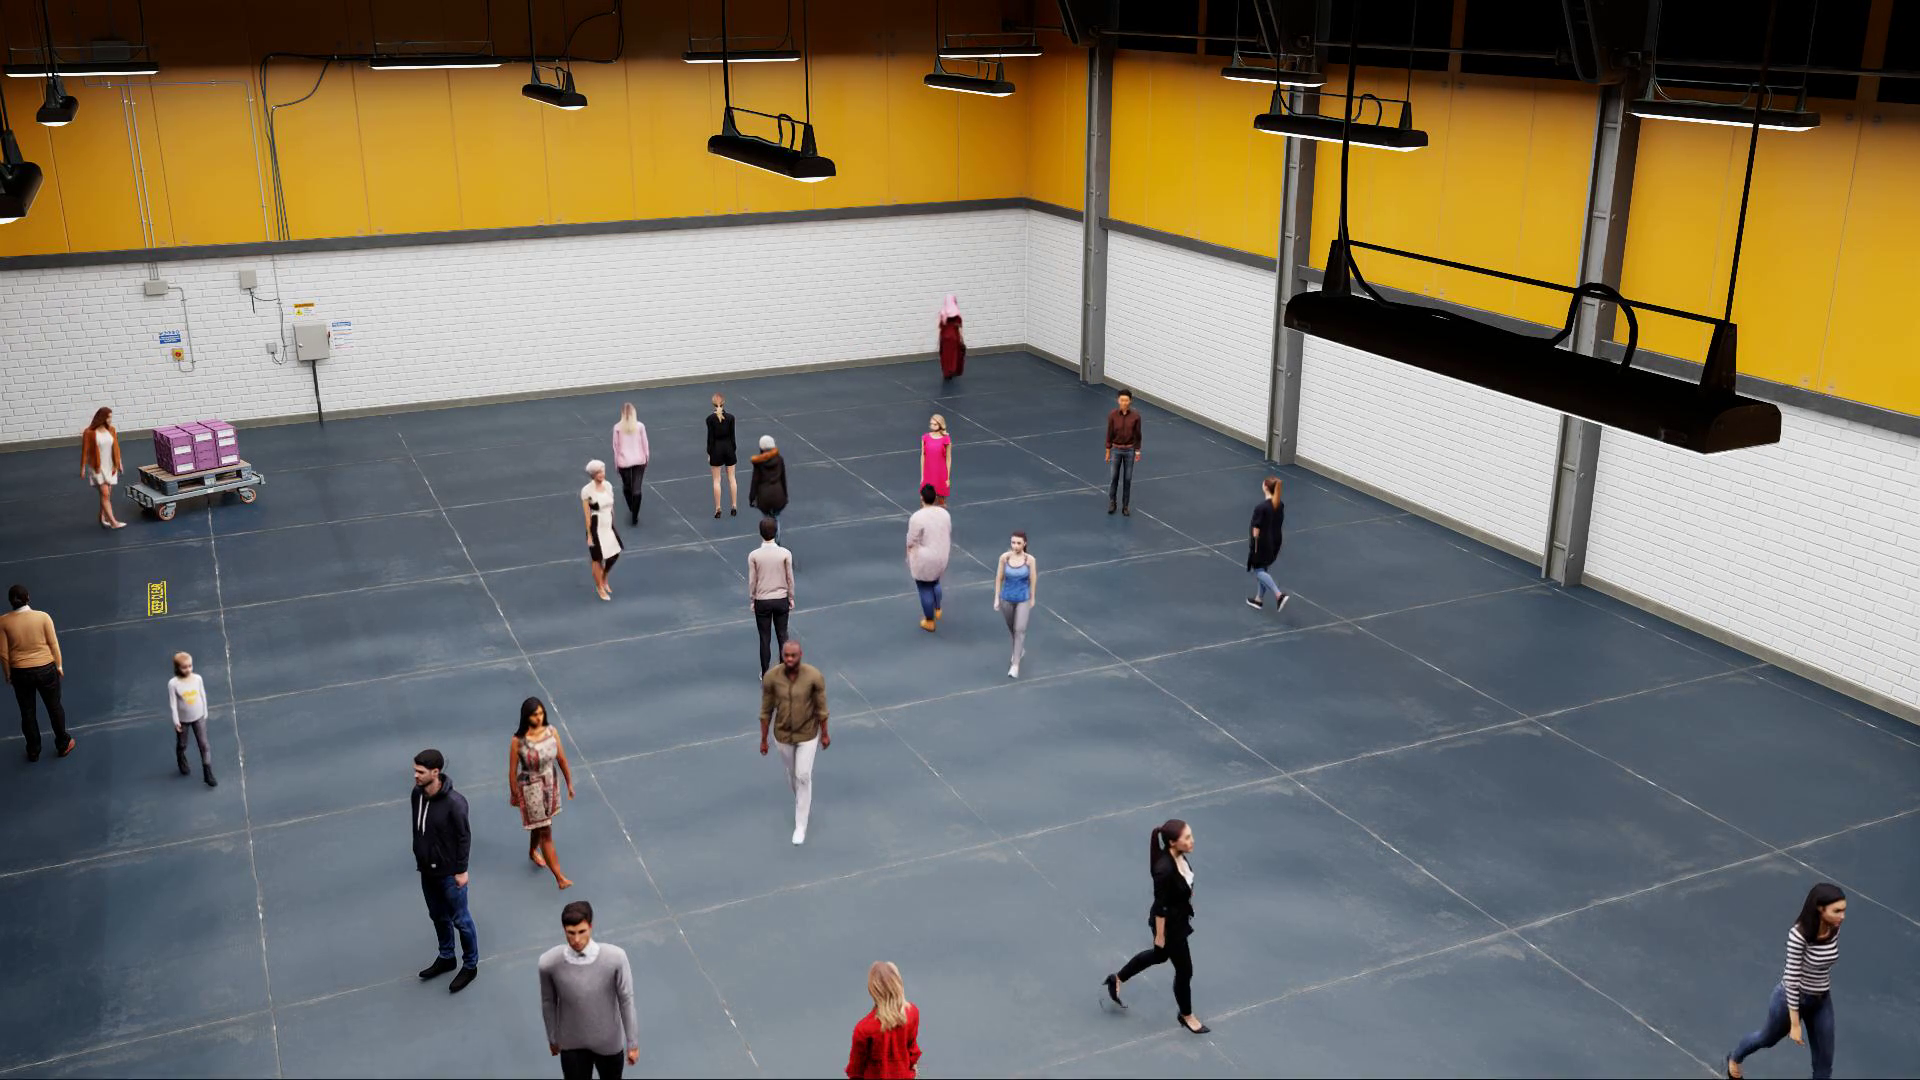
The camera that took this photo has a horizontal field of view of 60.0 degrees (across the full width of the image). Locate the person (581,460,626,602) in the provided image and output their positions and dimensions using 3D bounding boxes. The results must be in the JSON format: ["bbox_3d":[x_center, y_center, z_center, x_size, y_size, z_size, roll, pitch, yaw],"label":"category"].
[{"bbox_3d":[-4.378,-0.123,19.951,0.818,1.742,0.765,15,24,38],"label":"person"}]

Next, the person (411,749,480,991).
[{"bbox_3d":[-3.798,2.389,12.255,0.717,1.894,0.821,11,21,29],"label":"person"}]

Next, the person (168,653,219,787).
[{"bbox_3d":[-7.193,1.638,15.461,0.630,1.270,0.924,-15,24,-37],"label":"person"}]

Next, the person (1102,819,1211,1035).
[{"bbox_3d":[1.394,2.702,11.738,1.092,1.631,1.039,6,20,18],"label":"person"}]

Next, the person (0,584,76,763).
[{"bbox_3d":[-8.835,1.251,15.852,0.648,1.754,0.552,-8,20,-23],"label":"person"}]

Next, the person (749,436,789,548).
[{"bbox_3d":[-2.406,-0.536,21.354,0.657,1.629,0.636,-10,21,-27],"label":"person"}]

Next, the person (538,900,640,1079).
[{"bbox_3d":[-2.270,3.035,10.322,0.969,1.904,1.336,-3,19,-9],"label":"person"}]

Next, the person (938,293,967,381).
[{"bbox_3d":[-0.189,-3.787,30.985,0.829,1.644,0.878,4,19,11],"label":"person"}]

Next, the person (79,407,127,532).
[{"bbox_3d":[-11.696,-0.975,22.608,1.114,1.661,0.980,14,23,35],"label":"person"}]

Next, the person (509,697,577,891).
[{"bbox_3d":[-3.519,2.042,13.751,0.857,1.597,1.172,-16,24,-40],"label":"person"}]

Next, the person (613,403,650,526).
[{"bbox_3d":[-4.492,-1.016,22.749,0.822,1.650,1.114,-3,19,-8],"label":"person"}]

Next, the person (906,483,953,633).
[{"bbox_3d":[-0.315,0.211,18.978,0.728,1.730,0.720,-11,22,-30],"label":"person"}]

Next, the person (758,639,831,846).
[{"bbox_3d":[-1.415,1.681,14.518,1.105,1.791,1.245,2,19,7],"label":"person"}]

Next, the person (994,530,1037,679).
[{"bbox_3d":[0.614,0.645,17.937,1.012,1.573,1.082,6,20,18],"label":"person"}]

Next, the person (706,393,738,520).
[{"bbox_3d":[-3.305,-1.173,23.031,0.573,1.767,0.510,-8,20,-23],"label":"person"}]

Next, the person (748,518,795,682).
[{"bbox_3d":[-1.999,0.640,17.583,0.678,1.807,0.619,-3,19,-10],"label":"person"}]

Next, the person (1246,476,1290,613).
[{"bbox_3d":[3.643,0.079,19.467,0.711,1.669,0.984,-12,22,-32],"label":"person"}]

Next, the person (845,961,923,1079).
[{"bbox_3d":[-0.390,3.323,9.837,0.803,1.668,1.168,-15,24,-37],"label":"person"}]

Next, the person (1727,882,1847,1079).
[{"bbox_3d":[5.316,2.985,10.708,0.670,1.751,1.138,-7,20,-19],"label":"person"}]

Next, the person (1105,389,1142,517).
[{"bbox_3d":[2.267,-1.250,23.233,0.843,1.783,0.918,1,19,4],"label":"person"}]

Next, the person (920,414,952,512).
[{"bbox_3d":[-0.314,-0.868,22.189,0.666,1.726,0.717,5,19,16],"label":"person"}]
